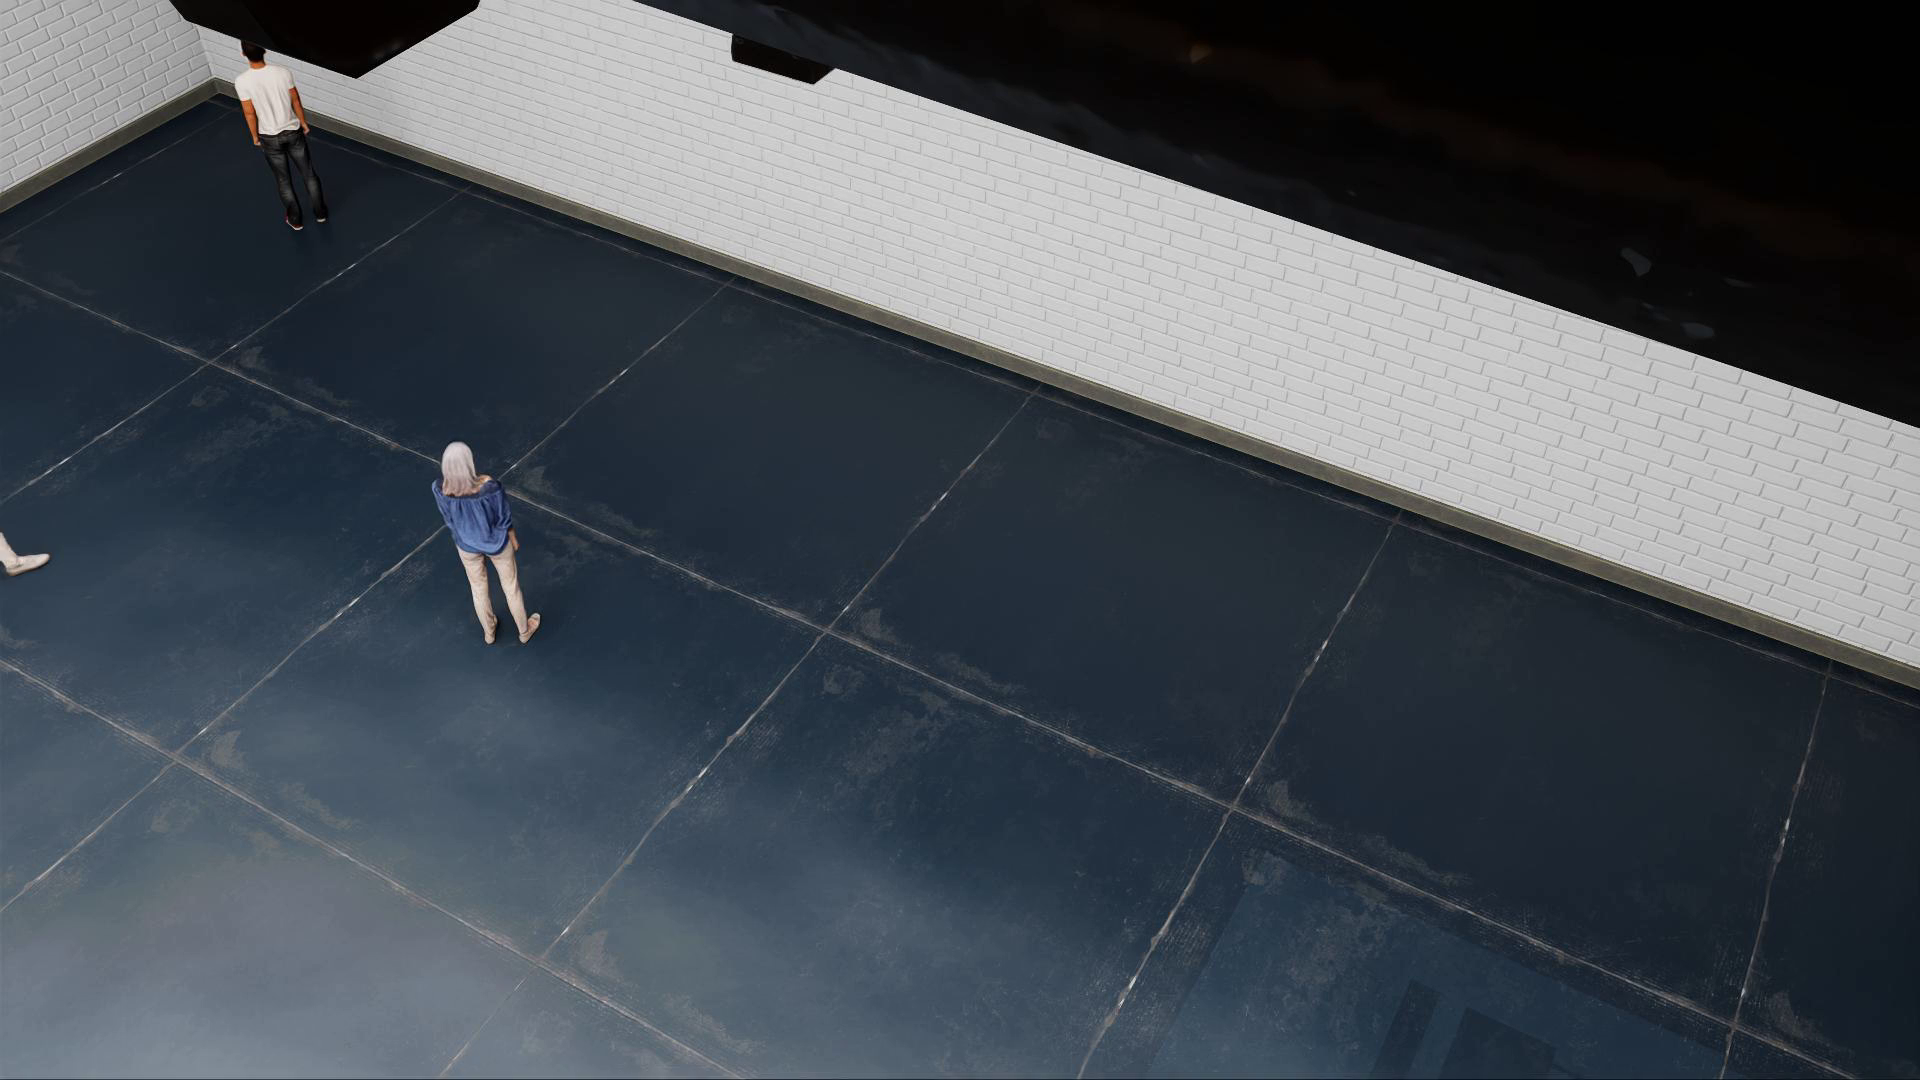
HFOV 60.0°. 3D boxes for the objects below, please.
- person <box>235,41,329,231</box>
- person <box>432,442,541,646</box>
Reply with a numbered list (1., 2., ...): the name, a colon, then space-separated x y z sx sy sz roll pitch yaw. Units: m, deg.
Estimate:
1. person: -5.908 -3.549 14.447 0.636 1.804 0.771 -24 49 -23
2. person: -3.082 0.026 10.773 0.705 1.694 0.727 -1 44 -1
